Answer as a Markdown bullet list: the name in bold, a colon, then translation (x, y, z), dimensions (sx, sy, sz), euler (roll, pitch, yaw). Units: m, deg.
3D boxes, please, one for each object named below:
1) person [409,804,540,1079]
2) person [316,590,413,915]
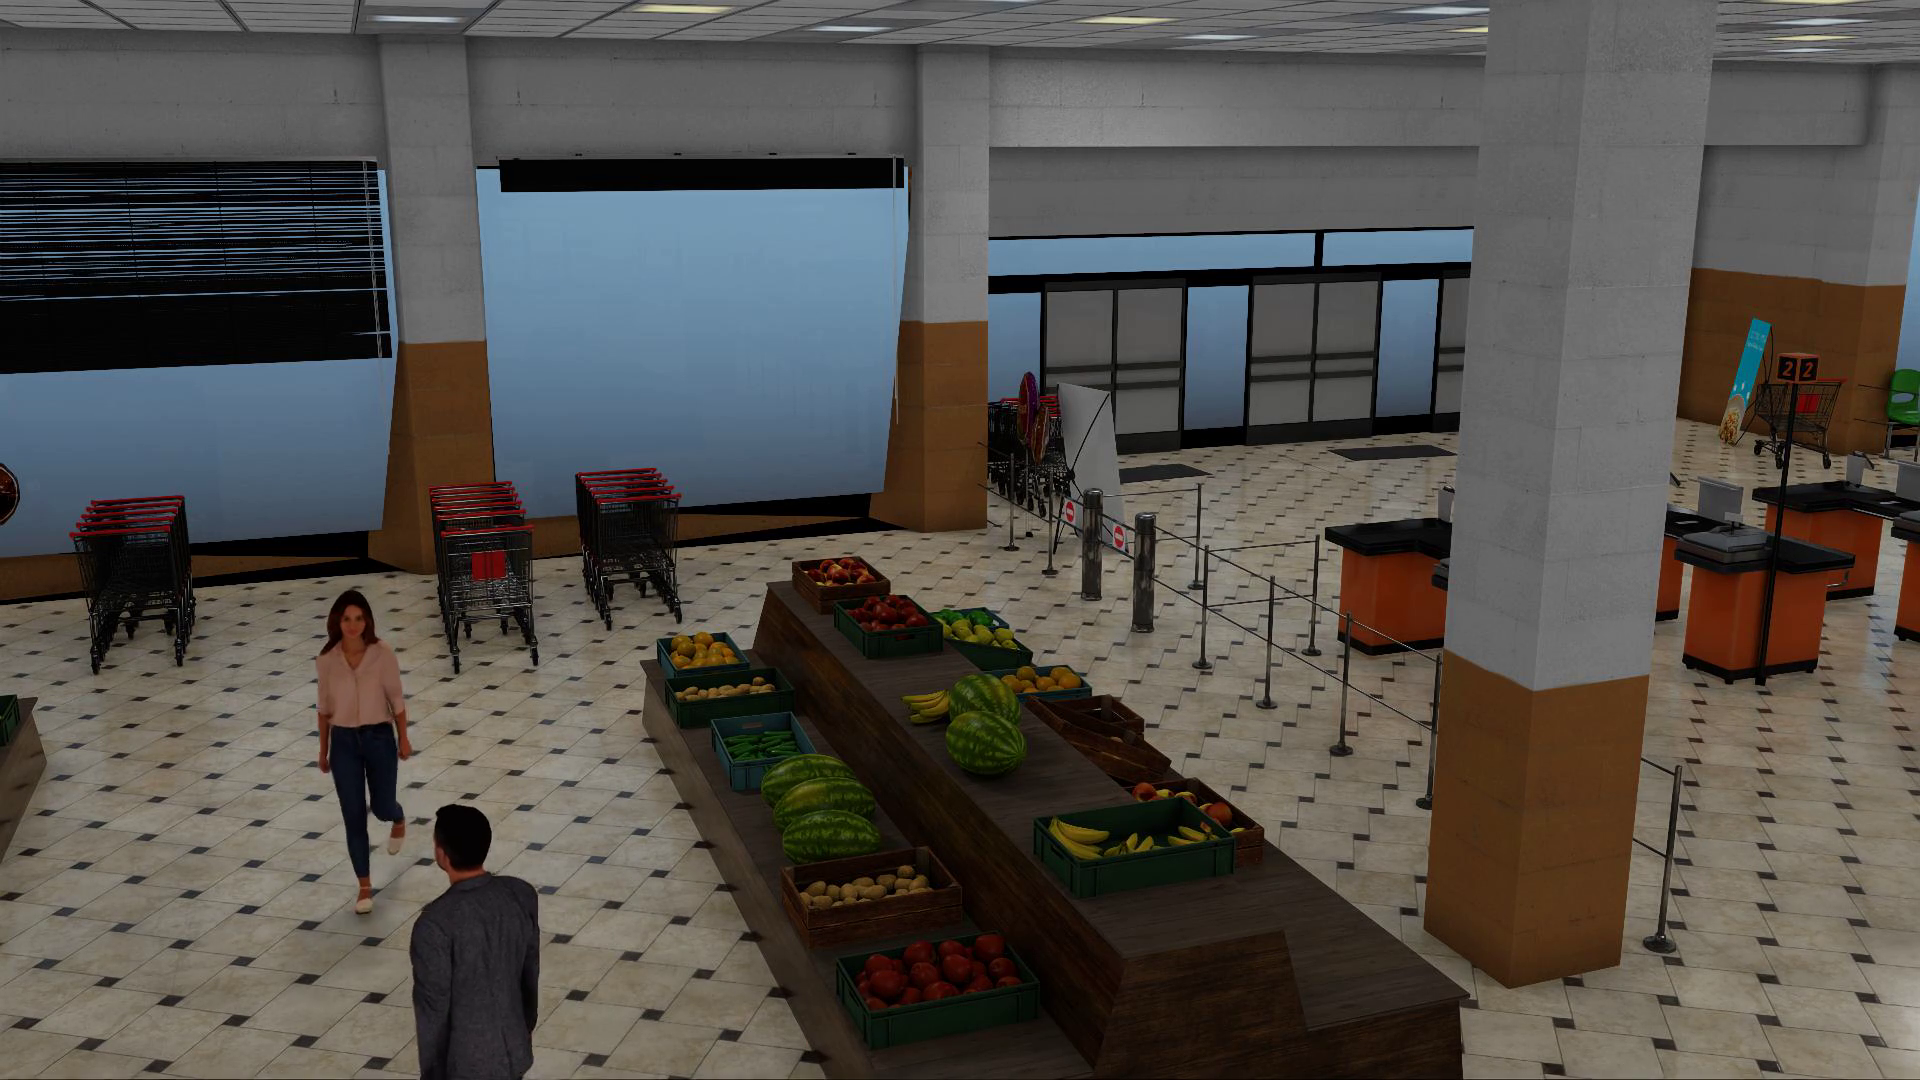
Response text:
- **person**: translation (-1.649, 1.846, 5.846), dimensions (0.915, 1.857, 0.869), euler (9, 16, 33)
- **person**: translation (-3.242, 1.103, 9.106), dimensions (0.734, 1.764, 1.031), euler (-2, 14, -7)
